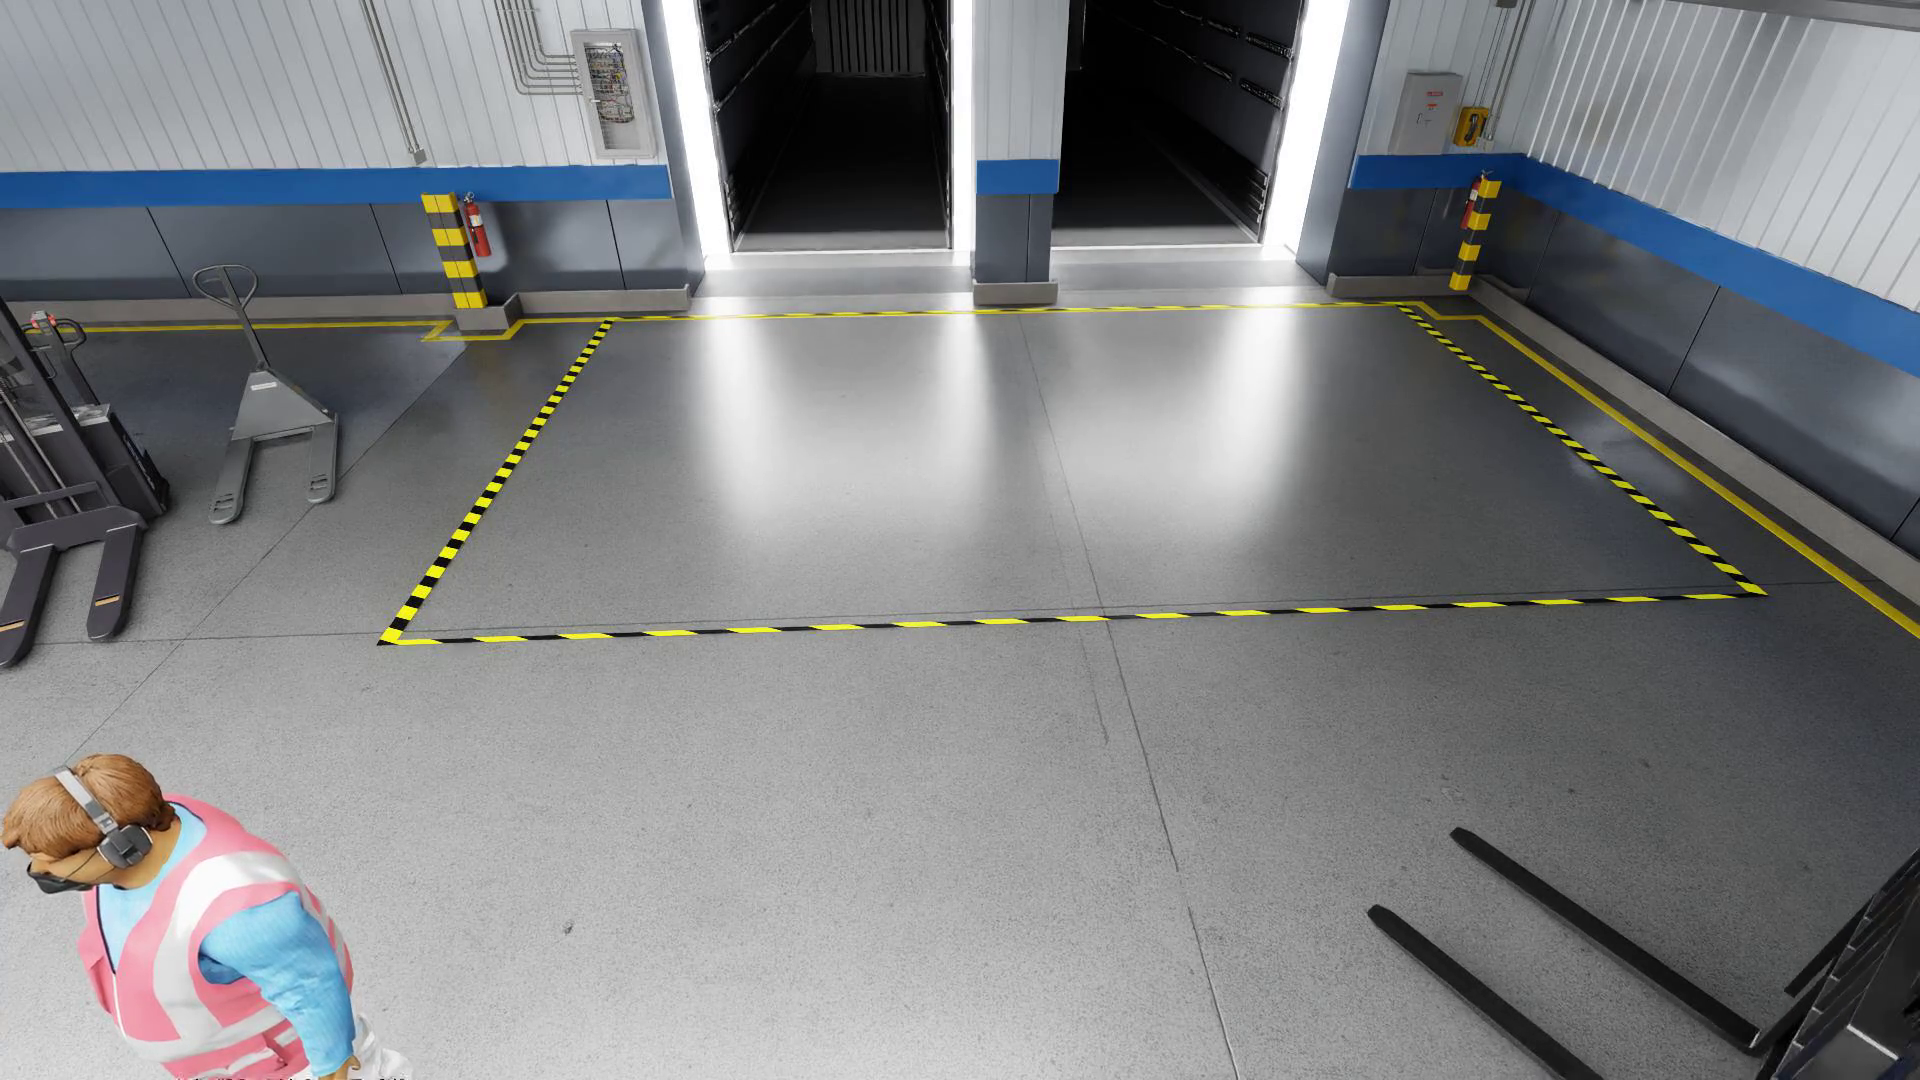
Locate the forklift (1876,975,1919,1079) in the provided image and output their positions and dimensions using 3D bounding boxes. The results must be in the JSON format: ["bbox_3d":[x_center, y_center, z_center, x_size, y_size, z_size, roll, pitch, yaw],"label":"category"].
[{"bbox_3d":[3.229,1.546,1.458,1.157,2.036,2.680,-23,41,-30],"label":"forklift"}]

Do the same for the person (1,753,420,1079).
[{"bbox_3d":[-1.798,1.221,2.370,0.626,1.842,0.430,17,38,23],"label":"person"}]

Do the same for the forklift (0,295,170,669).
[{"bbox_3d":[-5.212,-0.618,4.878,0.823,1.965,1.885,-20,39,-26],"label":"forklift"}]

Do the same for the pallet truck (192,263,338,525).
[{"bbox_3d":[-4.778,-1.027,6.128,0.680,1.201,1.601,-17,38,-23],"label":"pallet truck"}]
